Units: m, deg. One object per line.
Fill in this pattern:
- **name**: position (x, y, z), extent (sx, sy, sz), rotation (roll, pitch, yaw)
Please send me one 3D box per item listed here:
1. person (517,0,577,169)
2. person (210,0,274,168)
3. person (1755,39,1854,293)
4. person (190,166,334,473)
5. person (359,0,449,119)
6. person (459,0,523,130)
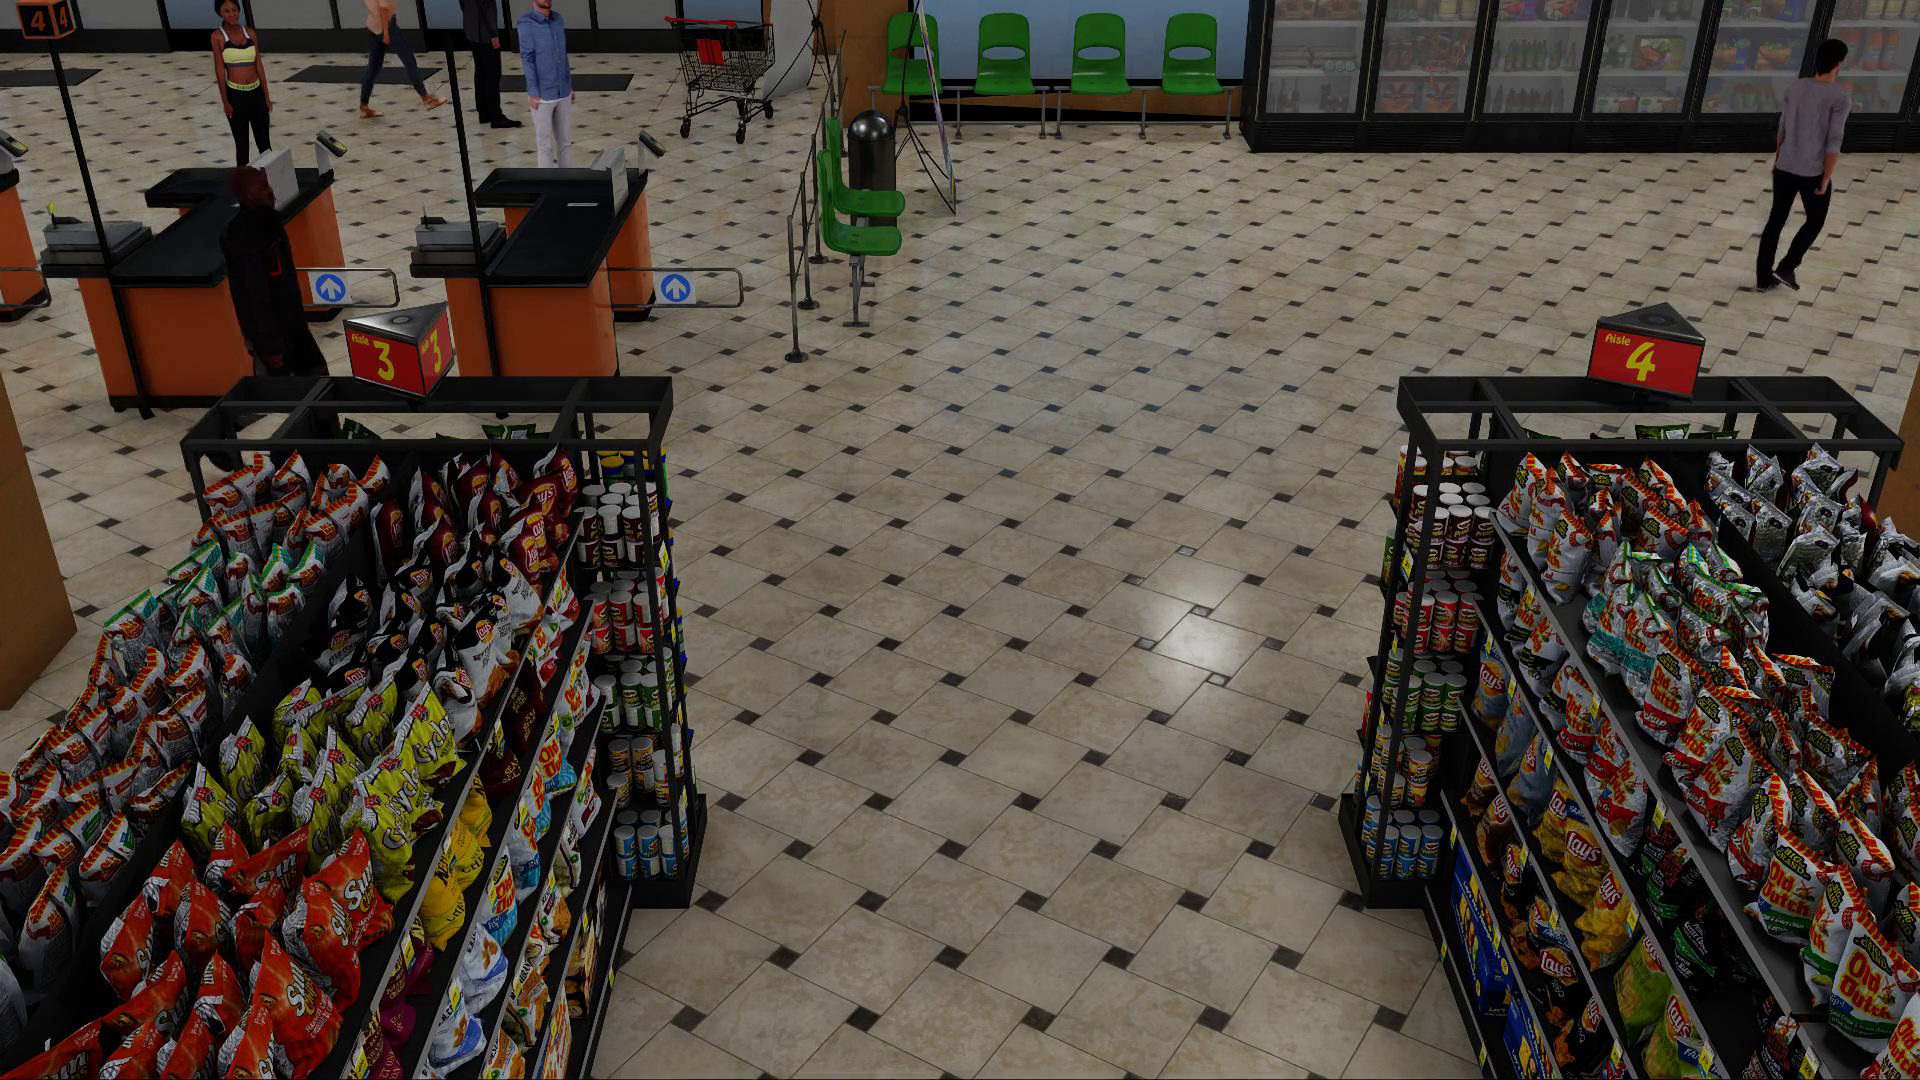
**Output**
- **person**: position (-3.457, -3.780, 14.002), extent (0.806, 1.887, 0.713), rotation (19, 34, 31)
- **person**: position (-6.015, -3.698, 13.989), extent (0.638, 1.755, 0.693), rotation (-24, 37, -37)
- **person**: position (6.021, -2.663, 12.013), extent (0.857, 1.832, 0.783), rotation (-20, 34, -32)
- **person**: position (-3.989, -1.193, 9.367), extent (0.861, 1.789, 1.172), rotation (-3, 29, -5)
- **person**: position (-5.775, -5.004, 16.407), extent (1.143, 1.731, 1.128), rotation (-23, 36, -35)
- **person**: position (-4.663, -4.987, 16.260), extent (0.871, 1.841, 0.779), rotation (-21, 35, -33)
